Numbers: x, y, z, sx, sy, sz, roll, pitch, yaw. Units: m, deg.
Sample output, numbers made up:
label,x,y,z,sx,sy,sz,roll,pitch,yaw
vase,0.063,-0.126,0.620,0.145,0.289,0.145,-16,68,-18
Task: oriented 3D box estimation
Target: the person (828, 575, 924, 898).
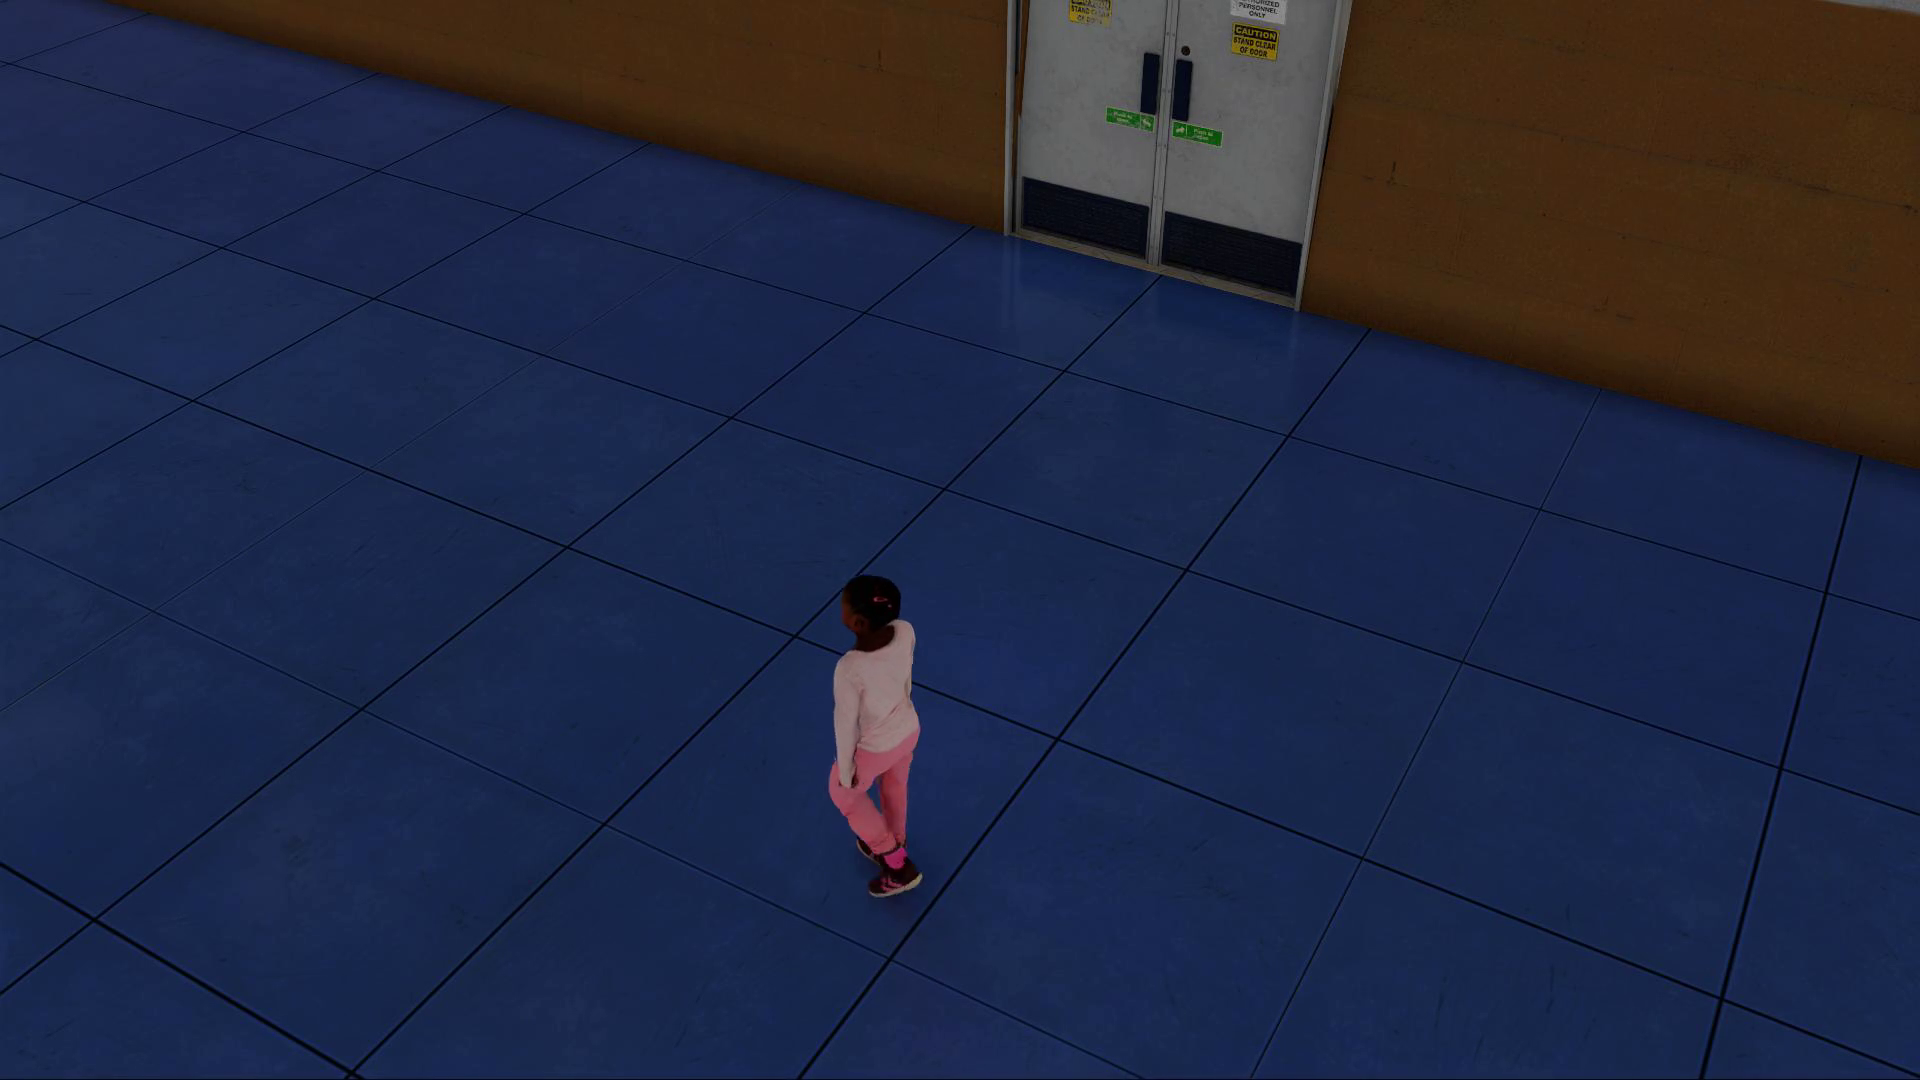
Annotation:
label,x,y,z,sx,sy,sz,roll,pitch,yaw
person,-0.240,0.723,5.930,0.699,1.440,0.660,31,47,34
